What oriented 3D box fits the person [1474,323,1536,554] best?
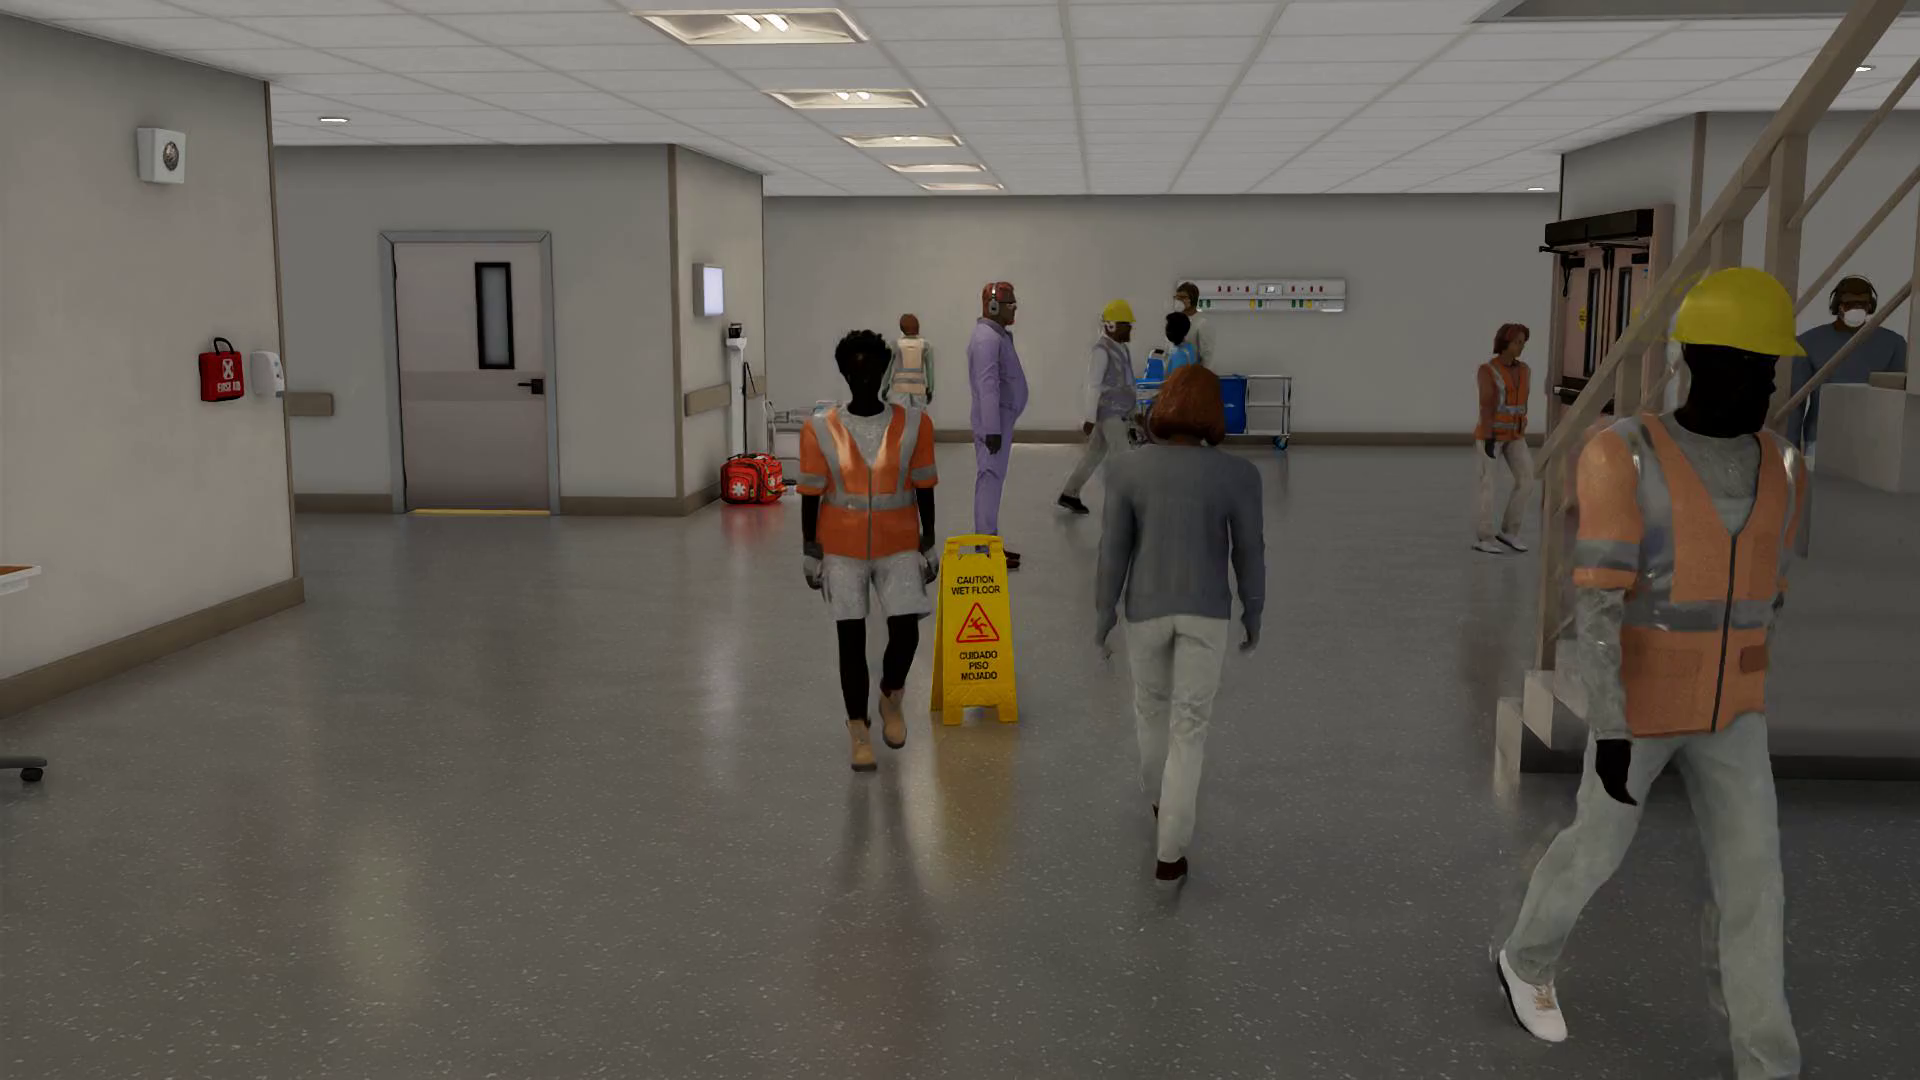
[{"bbox_3d":[3.813,-0.698,11.644,0.520,1.623,0.439,-4,9,-27],"label":"person"}]

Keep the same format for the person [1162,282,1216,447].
[{"bbox_3d":[2.099,-1.420,15.465,0.372,1.940,0.632,-6,10,-34],"label":"person"}]

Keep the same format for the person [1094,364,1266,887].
[{"bbox_3d":[0.723,0.239,5.341,0.514,1.587,0.832,3,9,18],"label":"person"}]

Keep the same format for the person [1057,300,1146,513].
[{"bbox_3d":[1.197,-1.070,13.634,0.921,1.790,0.591,3,9,18],"label":"person"}]

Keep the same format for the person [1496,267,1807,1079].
[{"bbox_3d":[1.591,0.334,3.752,0.600,1.883,0.983,-2,9,-13],"label":"person"}]

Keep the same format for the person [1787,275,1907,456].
[{"bbox_3d":[5.041,-0.538,9.513,0.634,1.930,0.384,2,9,15],"label":"person"}]

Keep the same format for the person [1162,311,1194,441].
[{"bbox_3d":[1.984,-1.225,15.007,0.345,1.688,0.546,2,9,14],"label":"person"}]

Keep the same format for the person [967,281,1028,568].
[{"bbox_3d":[0.255,-0.774,11.179,0.407,1.906,0.655,1,8,4],"label":"person"}]

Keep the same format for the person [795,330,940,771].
[{"bbox_3d":[-0.352,0.043,6.351,0.556,1.683,0.362,-1,8,-5],"label":"person"}]

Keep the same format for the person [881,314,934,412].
[{"bbox_3d":[-0.562,-1.548,17.403,0.521,1.615,0.632,-2,9,-16],"label":"person"}]
